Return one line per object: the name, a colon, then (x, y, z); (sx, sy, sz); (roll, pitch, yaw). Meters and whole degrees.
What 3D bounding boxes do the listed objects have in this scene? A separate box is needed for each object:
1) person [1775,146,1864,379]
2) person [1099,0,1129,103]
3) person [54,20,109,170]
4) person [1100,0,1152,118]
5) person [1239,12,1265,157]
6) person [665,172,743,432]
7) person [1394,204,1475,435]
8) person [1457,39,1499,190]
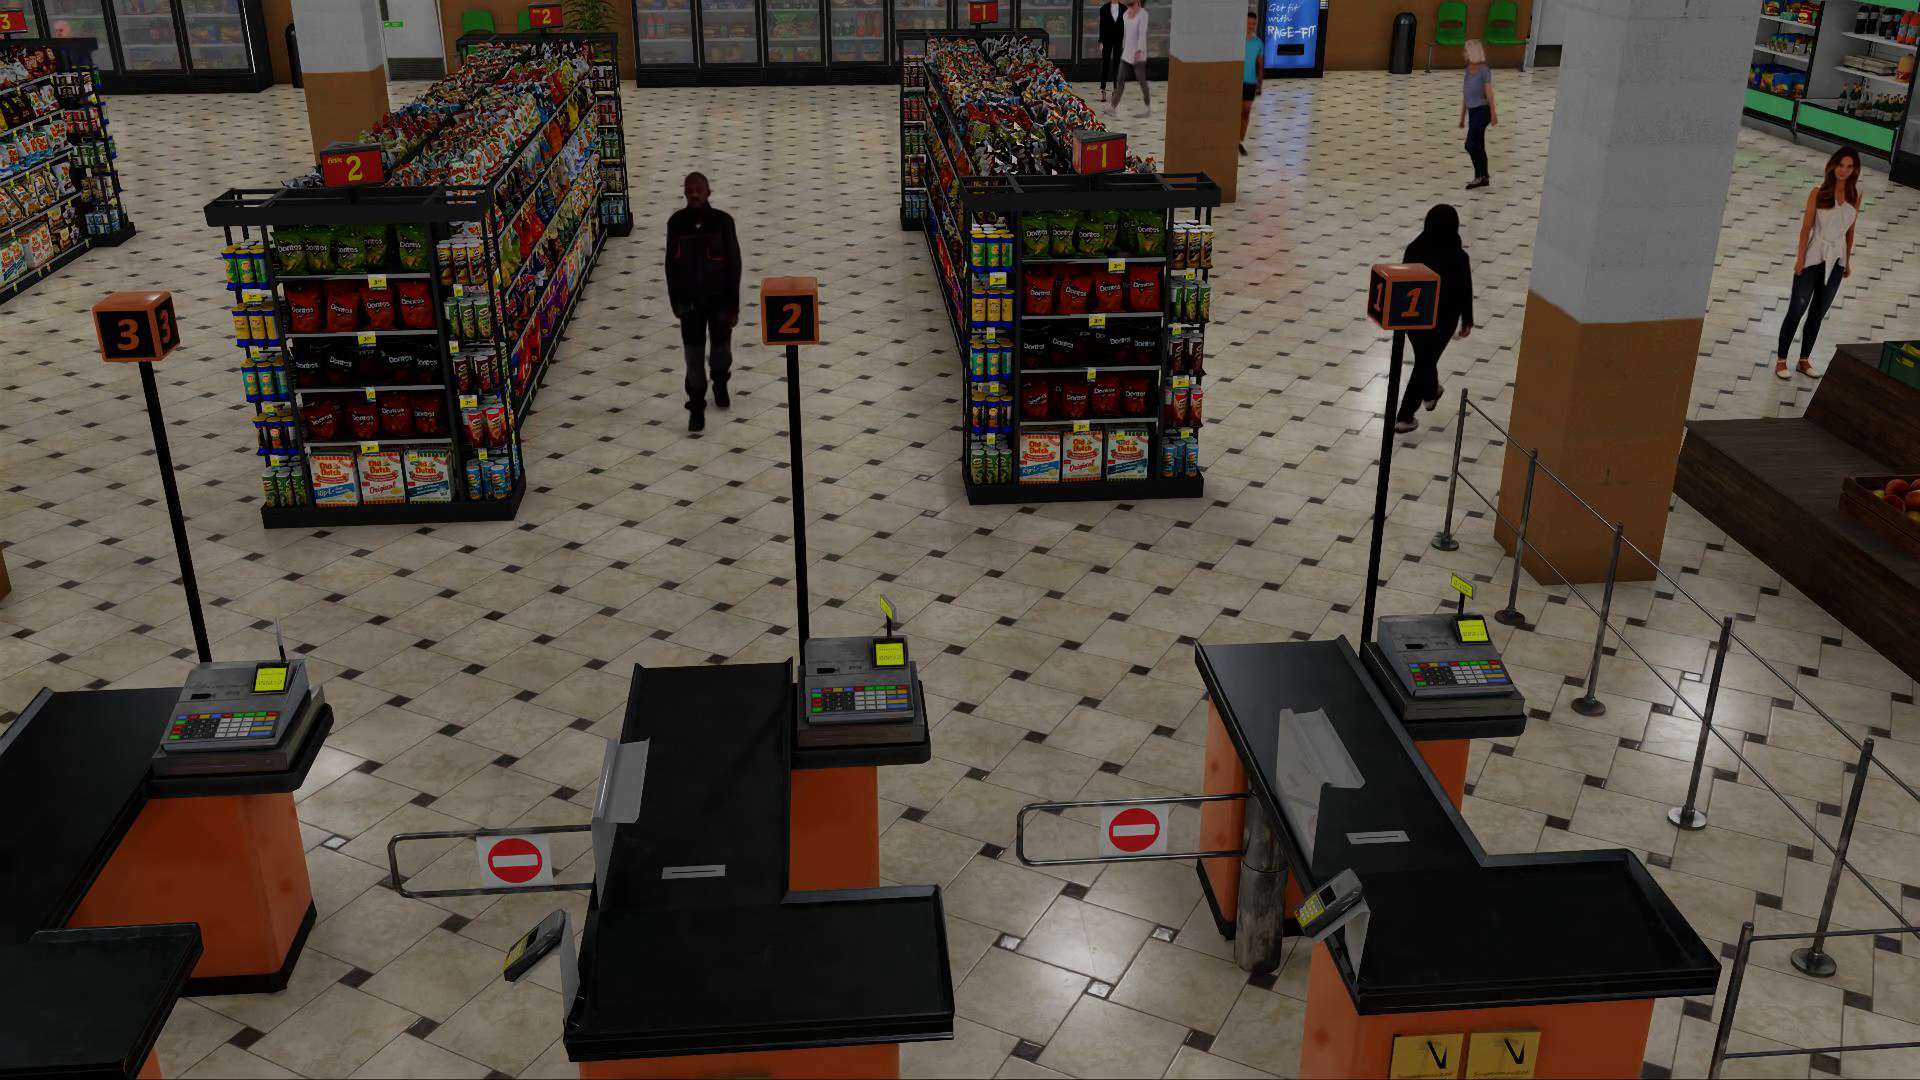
person: (6.612, -2.131, 12.793); (0.577, 1.784, 0.514); (-1, 24, -3)
person: (2.319, -7.521, 25.207); (0.598, 1.706, 0.518); (-1, 24, -3)
person: (-10.640, -5.356, 20.139); (0.825, 1.802, 0.906); (2, 24, 4)
person: (2.555, -6.954, 23.802); (1.140, 1.793, 1.172); (-18, 30, -36)
person: (3.595, -5.847, 21.302); (0.622, 1.769, 0.711); (-2, 24, -4)
person: (-1.809, -1.747, 11.913); (0.692, 1.785, 1.147); (-2, 24, -5)
person: (3.248, -1.499, 11.616); (1.104, 1.568, 1.179); (18, 29, 35)
person: (6.083, -4.914, 19.282); (0.692, 1.679, 0.662); (-7, 25, -15)
